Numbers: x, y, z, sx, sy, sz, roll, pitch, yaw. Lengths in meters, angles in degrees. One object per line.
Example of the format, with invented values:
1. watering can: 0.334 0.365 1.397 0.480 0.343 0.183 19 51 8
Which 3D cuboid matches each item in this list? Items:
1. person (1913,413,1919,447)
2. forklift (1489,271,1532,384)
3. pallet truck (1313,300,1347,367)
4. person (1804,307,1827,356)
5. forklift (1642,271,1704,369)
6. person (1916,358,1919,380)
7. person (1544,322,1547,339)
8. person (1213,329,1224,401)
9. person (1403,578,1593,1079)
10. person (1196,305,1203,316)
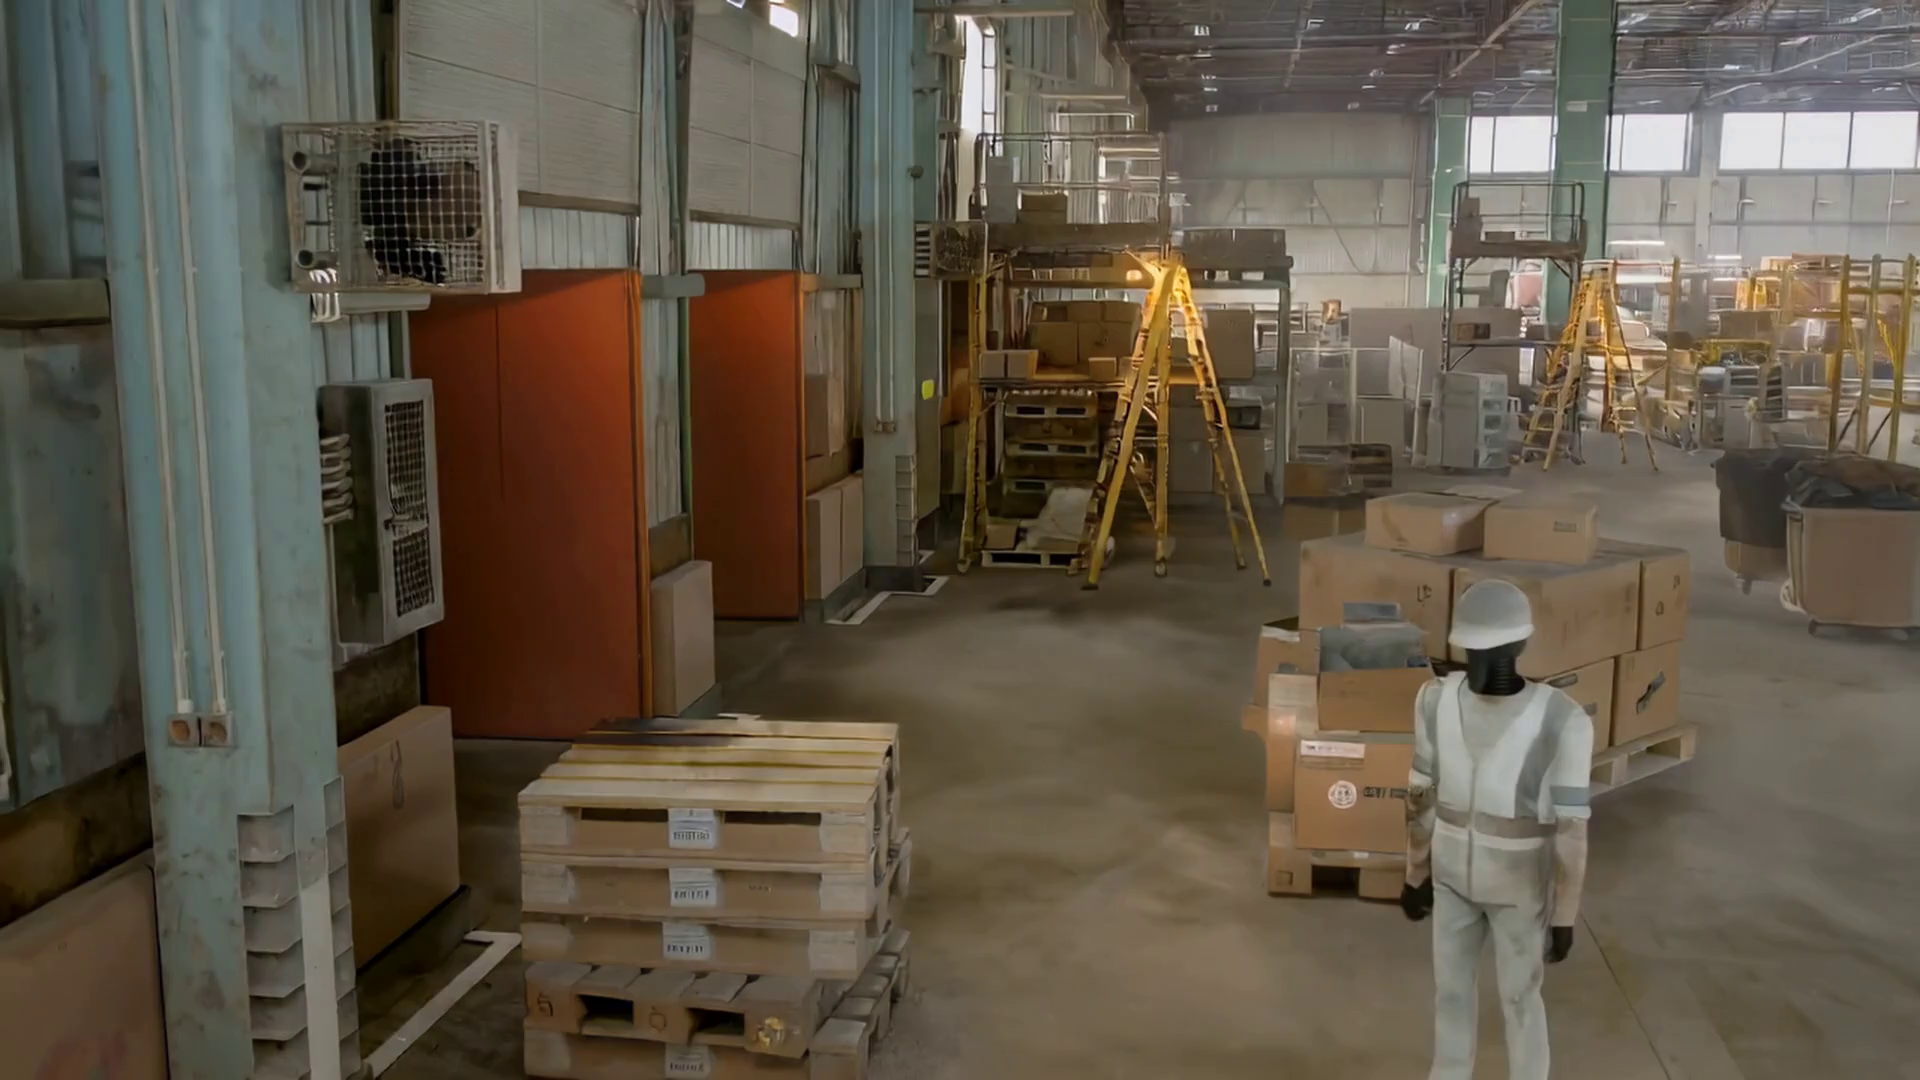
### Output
1. person: 15.652 -2.342 26.745 0.485 1.738 0.322 -4 10 -24
2. forklift: 13.422 -5.322 41.591 1.873 2.768 1.129 1 9 9
3. pallet truck: 11.159 -6.200 49.718 0.823 1.965 1.885 4 10 26
4. person: 22.651 -5.236 44.113 0.559 1.880 1.004 1 9 8
5. forklift: 20.583 -6.250 47.310 1.873 2.768 1.129 -3 10 -19
6. person: 17.586 -2.916 30.084 0.529 1.792 0.951 3 10 16
7. person: 15.604 -5.151 43.686 0.700 1.855 0.435 2 10 14
8. person: 5.477 -3.622 34.955 0.314 1.634 0.515 -3 10 -18
9. person: 1.643 1.060 5.195 0.589 1.918 0.399 9 13 44
10. person: 6.358 -5.337 44.615 0.544 1.929 0.386 -6 11 -33
